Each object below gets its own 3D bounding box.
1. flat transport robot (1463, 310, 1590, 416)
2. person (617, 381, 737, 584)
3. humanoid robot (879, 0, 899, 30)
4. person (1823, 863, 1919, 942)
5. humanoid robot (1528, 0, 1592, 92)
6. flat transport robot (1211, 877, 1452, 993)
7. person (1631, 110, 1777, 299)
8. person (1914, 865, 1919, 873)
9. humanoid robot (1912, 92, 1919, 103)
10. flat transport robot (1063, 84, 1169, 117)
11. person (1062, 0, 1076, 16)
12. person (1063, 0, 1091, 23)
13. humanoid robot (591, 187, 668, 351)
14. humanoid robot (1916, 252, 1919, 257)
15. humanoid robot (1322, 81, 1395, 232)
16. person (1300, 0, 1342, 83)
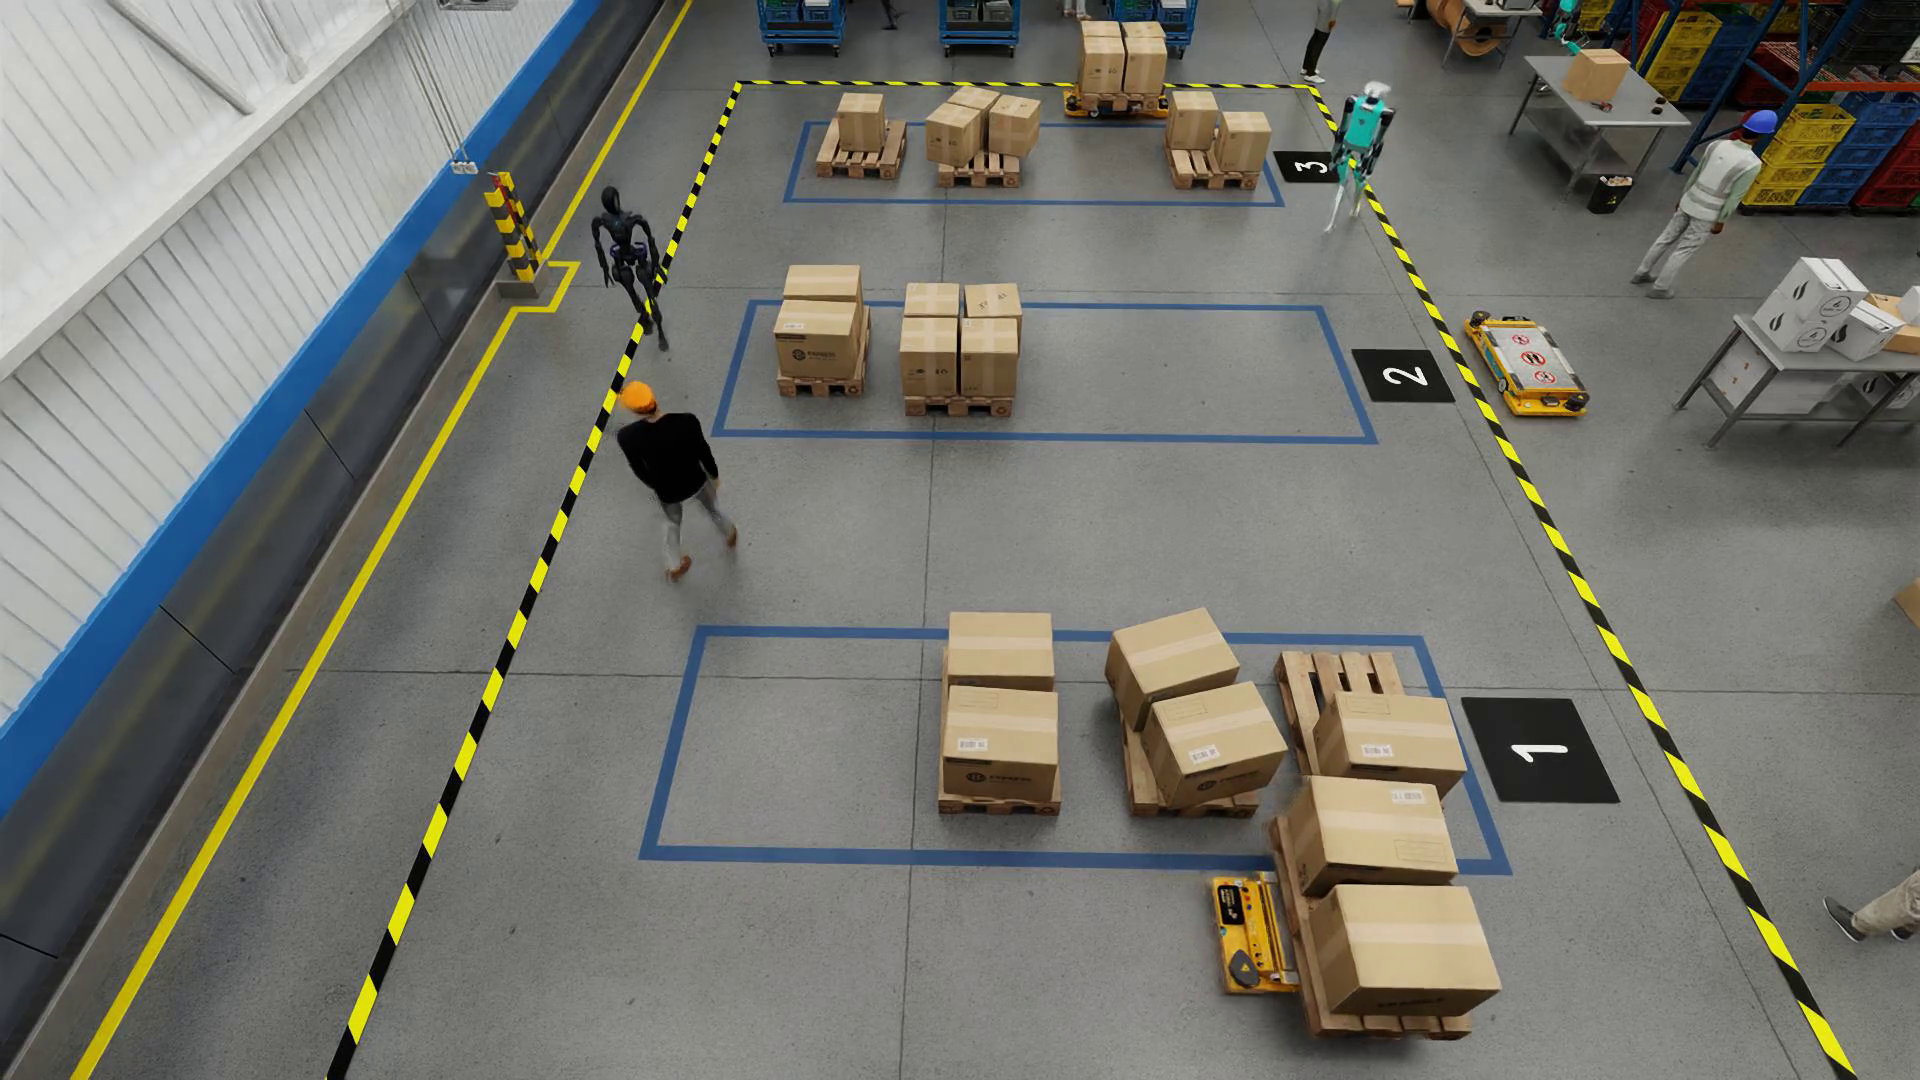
[{"bbox_3d":[5.573,-1.757,9.054,0.659,0.231,1.431,1,49,1],"label":"flat transport robot"},{"bbox_3d":[-2.117,-0.457,6.891,0.634,1.836,0.566,-9,50,-8],"label":"person"},{"bbox_3d":[-1.170,-8.852,14.269,0.344,1.653,0.601,-1,49,-1],"label":"humanoid robot"},{"bbox_3d":[5.587,1.797,4.984,0.574,1.767,0.395,1,49,0],"label":"person"},{"bbox_3d":[8.468,-7.062,12.586,0.735,1.677,0.533,1,49,1],"label":"humanoid robot"},{"bbox_3d":[2.286,2.346,5.485,1.431,0.197,0.652,1,49,1],"label":"flat transport robot"},{"bbox_3d":[7.611,-3.400,9.375,0.418,1.940,0.601,-7,49,-6],"label":"person"},{"bbox_3d":[6.274,1.602,5.115,0.589,1.827,0.404,-4,49,-4],"label":"person"},{"bbox_3d":[13.173,-6.312,12.050,0.562,1.800,0.815,22,53,18],"label":"humanoid robot"},{"bbox_3d":[2.190,-6.201,12.882,1.431,0.197,0.652,1,49,1],"label":"flat transport robot"},{"bbox_3d":[1.836,-9.472,14.643,0.711,1.915,0.566,23,53,19],"label":"person"},{"bbox_3d":[1.907,-9.234,14.487,0.431,1.840,0.623,-33,57,-25],"label":"person"},{"bbox_3d":[-3.186,-2.624,8.884,0.614,1.632,0.646,-8,50,-6],"label":"humanoid robot"},{"bbox_3d":[11.146,-3.862,9.950,0.647,1.636,0.598,-6,49,-5],"label":"humanoid robot"},{"bbox_3d":[4.504,-4.317,10.311,0.544,1.802,0.820,33,57,25],"label":"humanoid robot"},{"bbox_3d":[5.261,-7.501,12.979,0.401,1.851,0.590,3,49,3],"label":"person"}]
